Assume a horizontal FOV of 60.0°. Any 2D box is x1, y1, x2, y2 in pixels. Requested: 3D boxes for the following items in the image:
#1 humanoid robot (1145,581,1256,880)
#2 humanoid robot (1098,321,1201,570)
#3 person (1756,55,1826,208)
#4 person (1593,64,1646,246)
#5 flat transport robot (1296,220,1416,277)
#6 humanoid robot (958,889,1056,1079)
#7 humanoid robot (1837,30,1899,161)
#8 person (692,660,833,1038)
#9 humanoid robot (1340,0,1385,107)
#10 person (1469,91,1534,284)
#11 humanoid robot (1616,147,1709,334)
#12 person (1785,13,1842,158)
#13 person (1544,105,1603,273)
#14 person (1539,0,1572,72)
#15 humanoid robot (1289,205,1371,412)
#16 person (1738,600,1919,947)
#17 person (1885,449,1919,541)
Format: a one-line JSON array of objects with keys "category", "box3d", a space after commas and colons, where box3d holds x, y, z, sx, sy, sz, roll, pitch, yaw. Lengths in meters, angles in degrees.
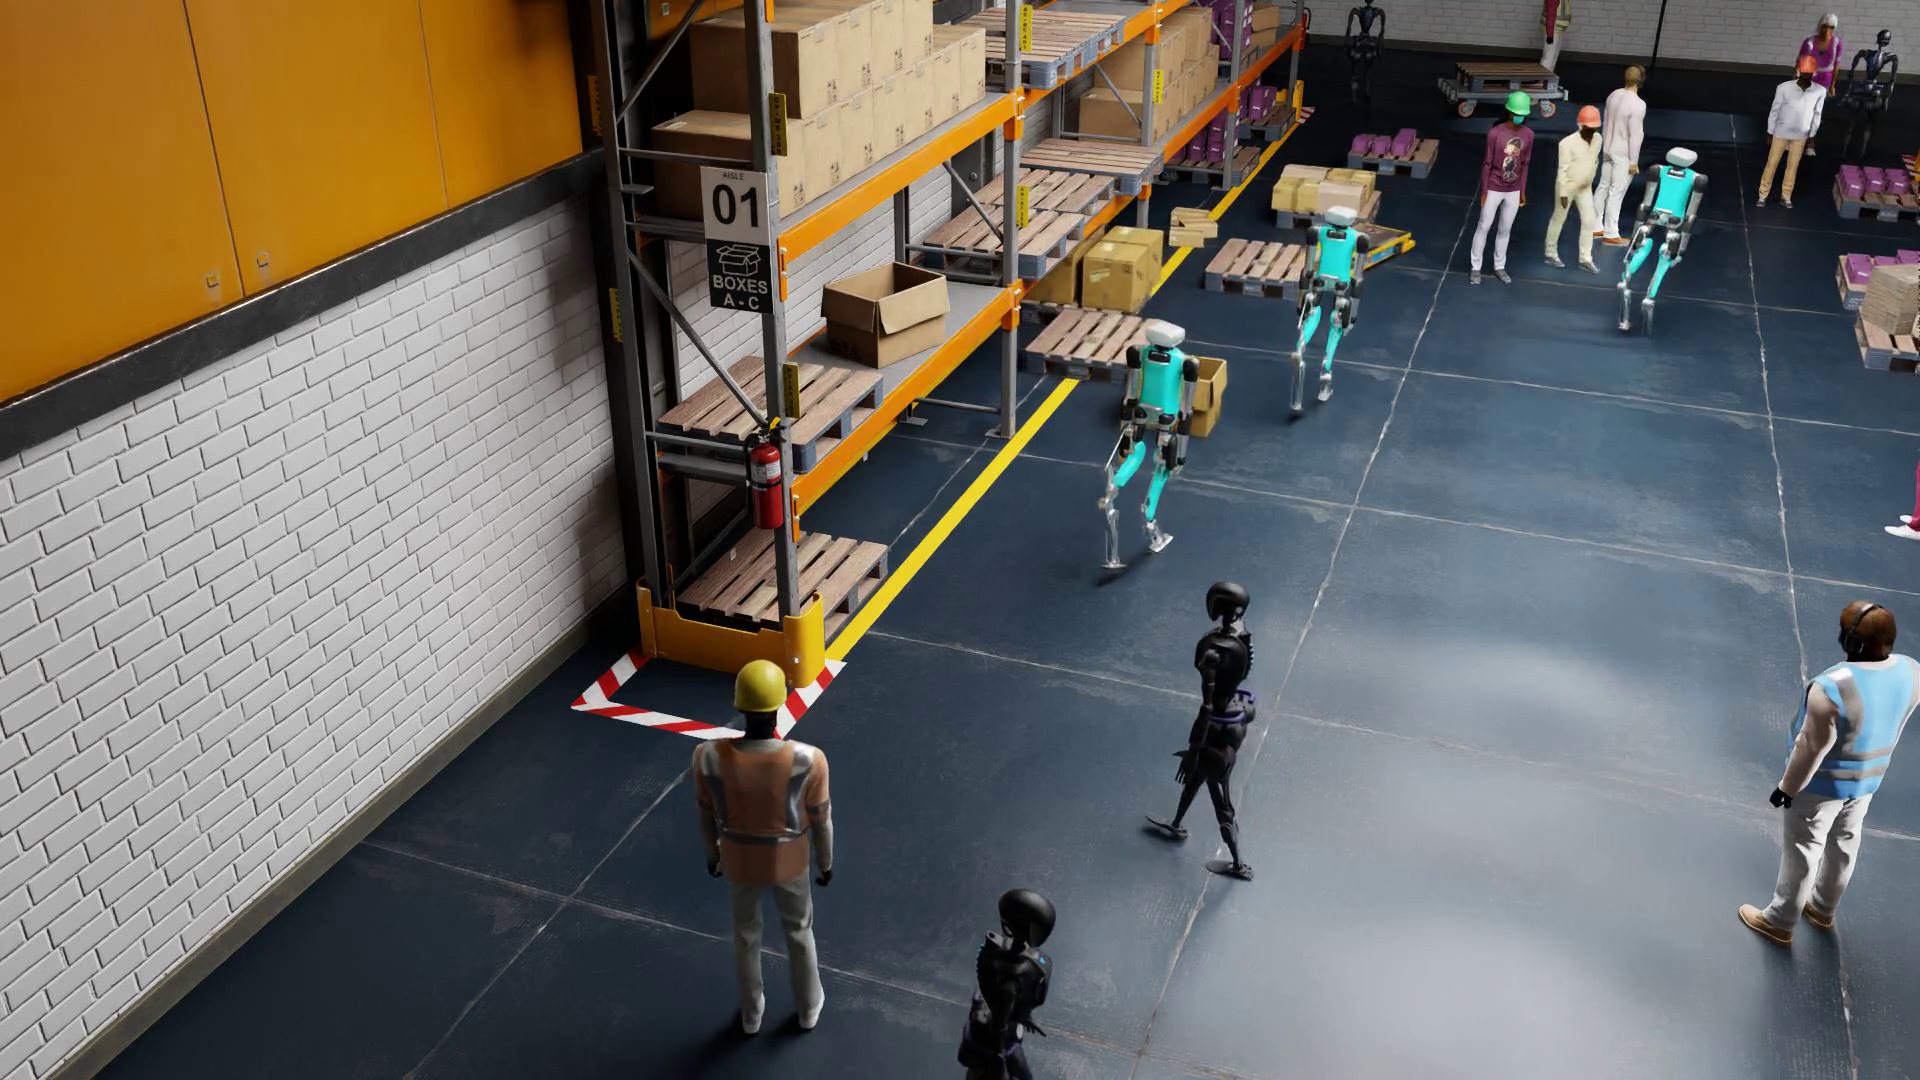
[{"category": "humanoid robot", "box3d": [1.240, 0.946, 8.394, 0.652, 1.641, 0.589, 12, 30, 22]}, {"category": "humanoid robot", "box3d": [1.191, -0.523, 11.243, 0.530, 1.777, 1.046, 16, 31, 28]}, {"category": "person", "box3d": [9.667, -4.740, 19.321, 0.562, 1.752, 0.325, 7, 28, 13]}, {"category": "person", "box3d": [7.154, -4.165, 18.009, 0.370, 1.940, 0.630, -6, 28, -11]}, {"category": "flat transport robot", "box3d": [4.252, -3.121, 17.803, 0.659, 0.231, 1.431, 21, 34, 35]}, {"category": "humanoid robot", "box3d": [0.180, 1.967, 6.410, 0.540, 1.634, 0.608, 5, 28, 10]}, {"category": "humanoid robot", "box3d": [11.537, -5.662, 21.202, 0.598, 1.649, 0.340, 19, 33, 32]}, {"category": "person", "box3d": [-0.841, 1.371, 7.288, 0.585, 1.925, 0.395, 0, 27, 1]}, {"category": "humanoid robot", "box3d": [5.809, -7.094, 23.980, 0.608, 1.646, 0.365, 0, 27, 0]}, {"category": "person", "box3d": [5.495, -3.571, 16.848, 0.487, 1.949, 0.428, -2, 27, -4]}, {"category": "humanoid robot", "box3d": [6.385, -2.653, 15.354, 0.558, 1.824, 0.797, 22, 34, 36]}, {"category": "person", "box3d": [11.020, -5.866, 21.468, 0.553, 1.801, 0.782, 10, 29, 19]}, {"category": "person", "box3d": [6.401, -3.607, 17.150, 0.580, 1.720, 0.760, -11, 29, -20]}, {"category": "person", "box3d": [8.842, -7.579, 24.755, 0.429, 1.829, 0.637, 14, 31, 26]}, {"category": "humanoid robot", "box3d": [2.971, -1.805, 13.720, 0.540, 1.772, 1.042, 13, 30, 23]}, {"category": "person", "box3d": [4.120, 1.109, 7.885, 0.620, 1.842, 0.430, -10, 29, -19]}, {"category": "person", "box3d": [6.944, -0.774, 11.772, 0.500, 1.628, 0.284, -24, 36, -39]}]
